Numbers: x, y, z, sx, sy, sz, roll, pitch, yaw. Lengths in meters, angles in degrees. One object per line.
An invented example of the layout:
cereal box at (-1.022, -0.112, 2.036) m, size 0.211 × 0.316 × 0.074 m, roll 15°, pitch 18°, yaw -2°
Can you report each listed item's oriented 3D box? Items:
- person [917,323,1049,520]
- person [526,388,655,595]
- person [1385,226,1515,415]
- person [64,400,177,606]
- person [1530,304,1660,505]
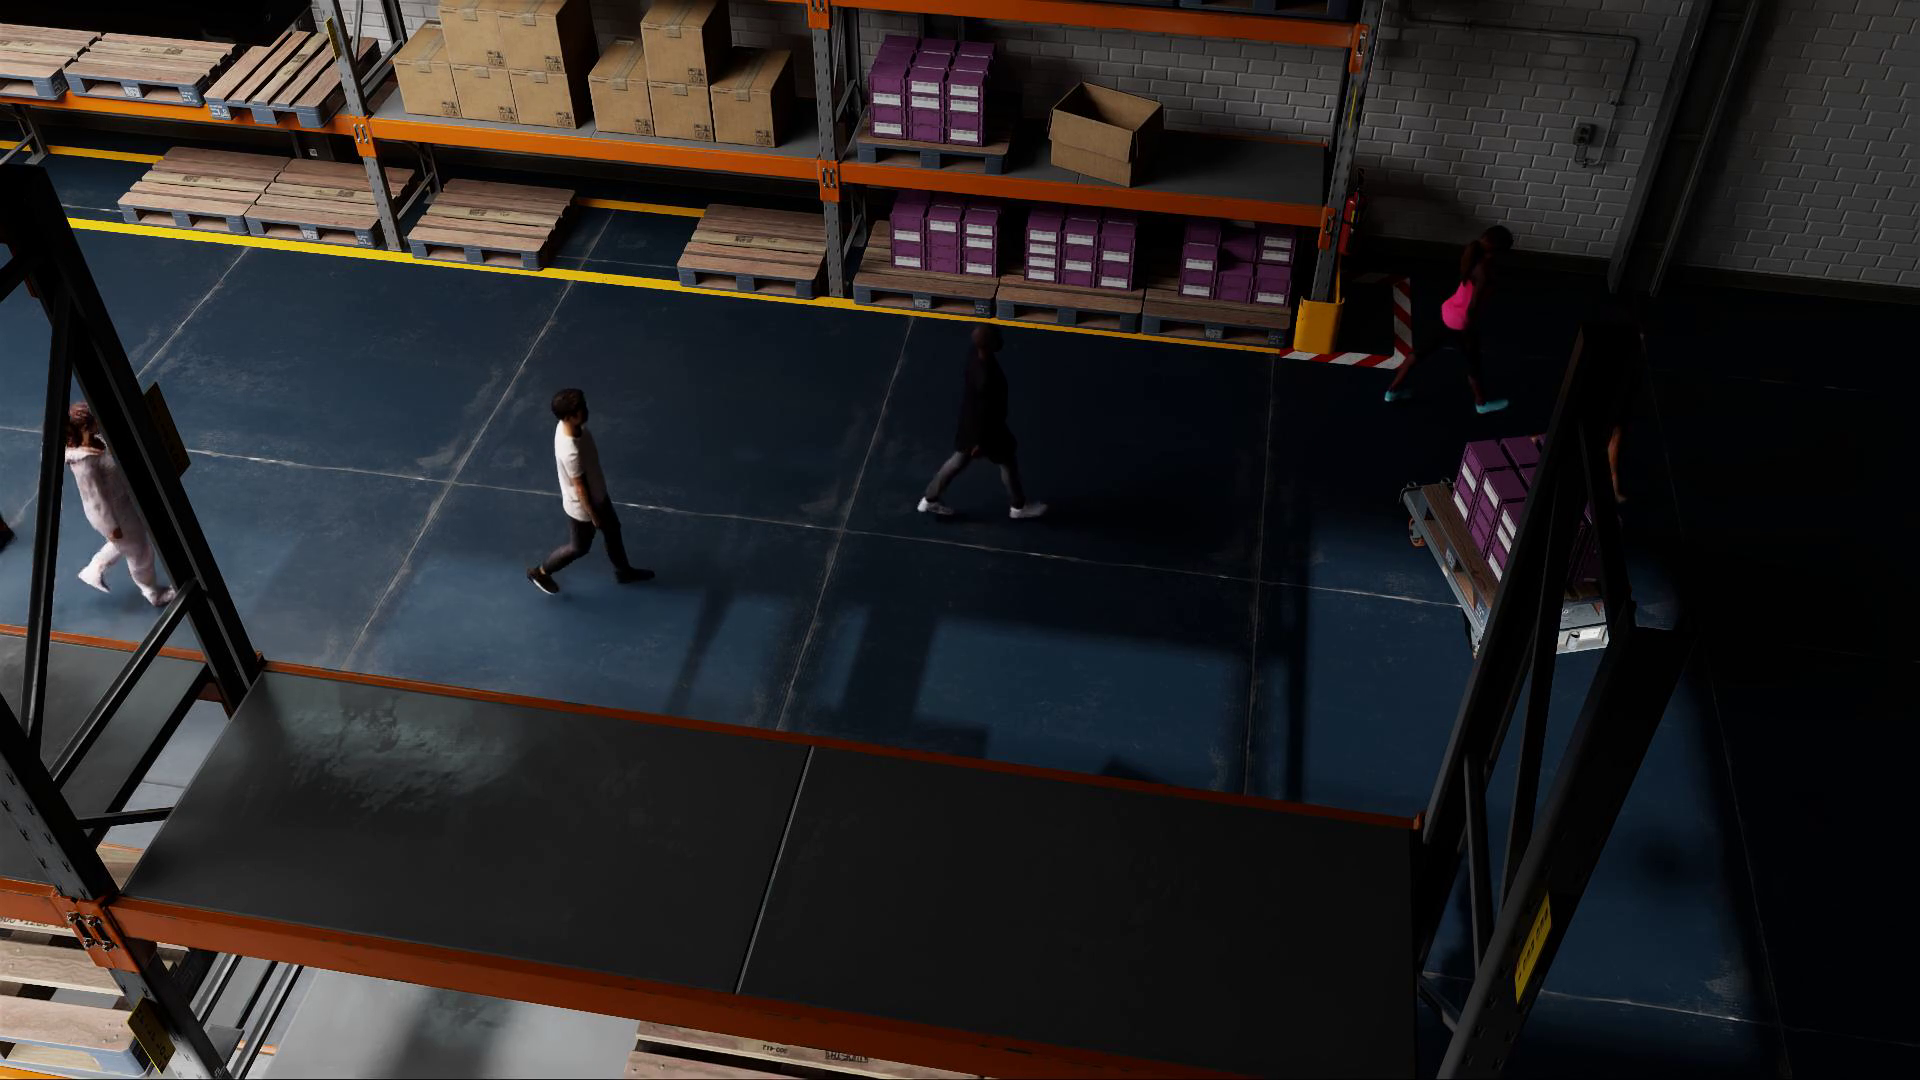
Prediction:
person at (0.061, -0.787, 11.581) m, size 1.257 × 1.720 × 0.956 m, roll -9°, pitch 44°, yaw -9°
person at (-2.577, -0.274, 11.059) m, size 1.131 × 1.697 × 0.790 m, roll -2°, pitch 44°, yaw -3°
person at (3.646, -1.595, 12.486) m, size 1.174 × 1.642 × 0.670 m, roll -1°, pitch 44°, yaw -1°
person at (-5.698, -0.198, 11.001) m, size 0.980 × 1.668 × 0.880 m, roll -15°, pitch 46°, yaw -15°
person at (4.522, -0.994, 11.886) m, size 1.130 × 1.599 × 0.959 m, roll 34°, pitch 53°, yaw 30°
